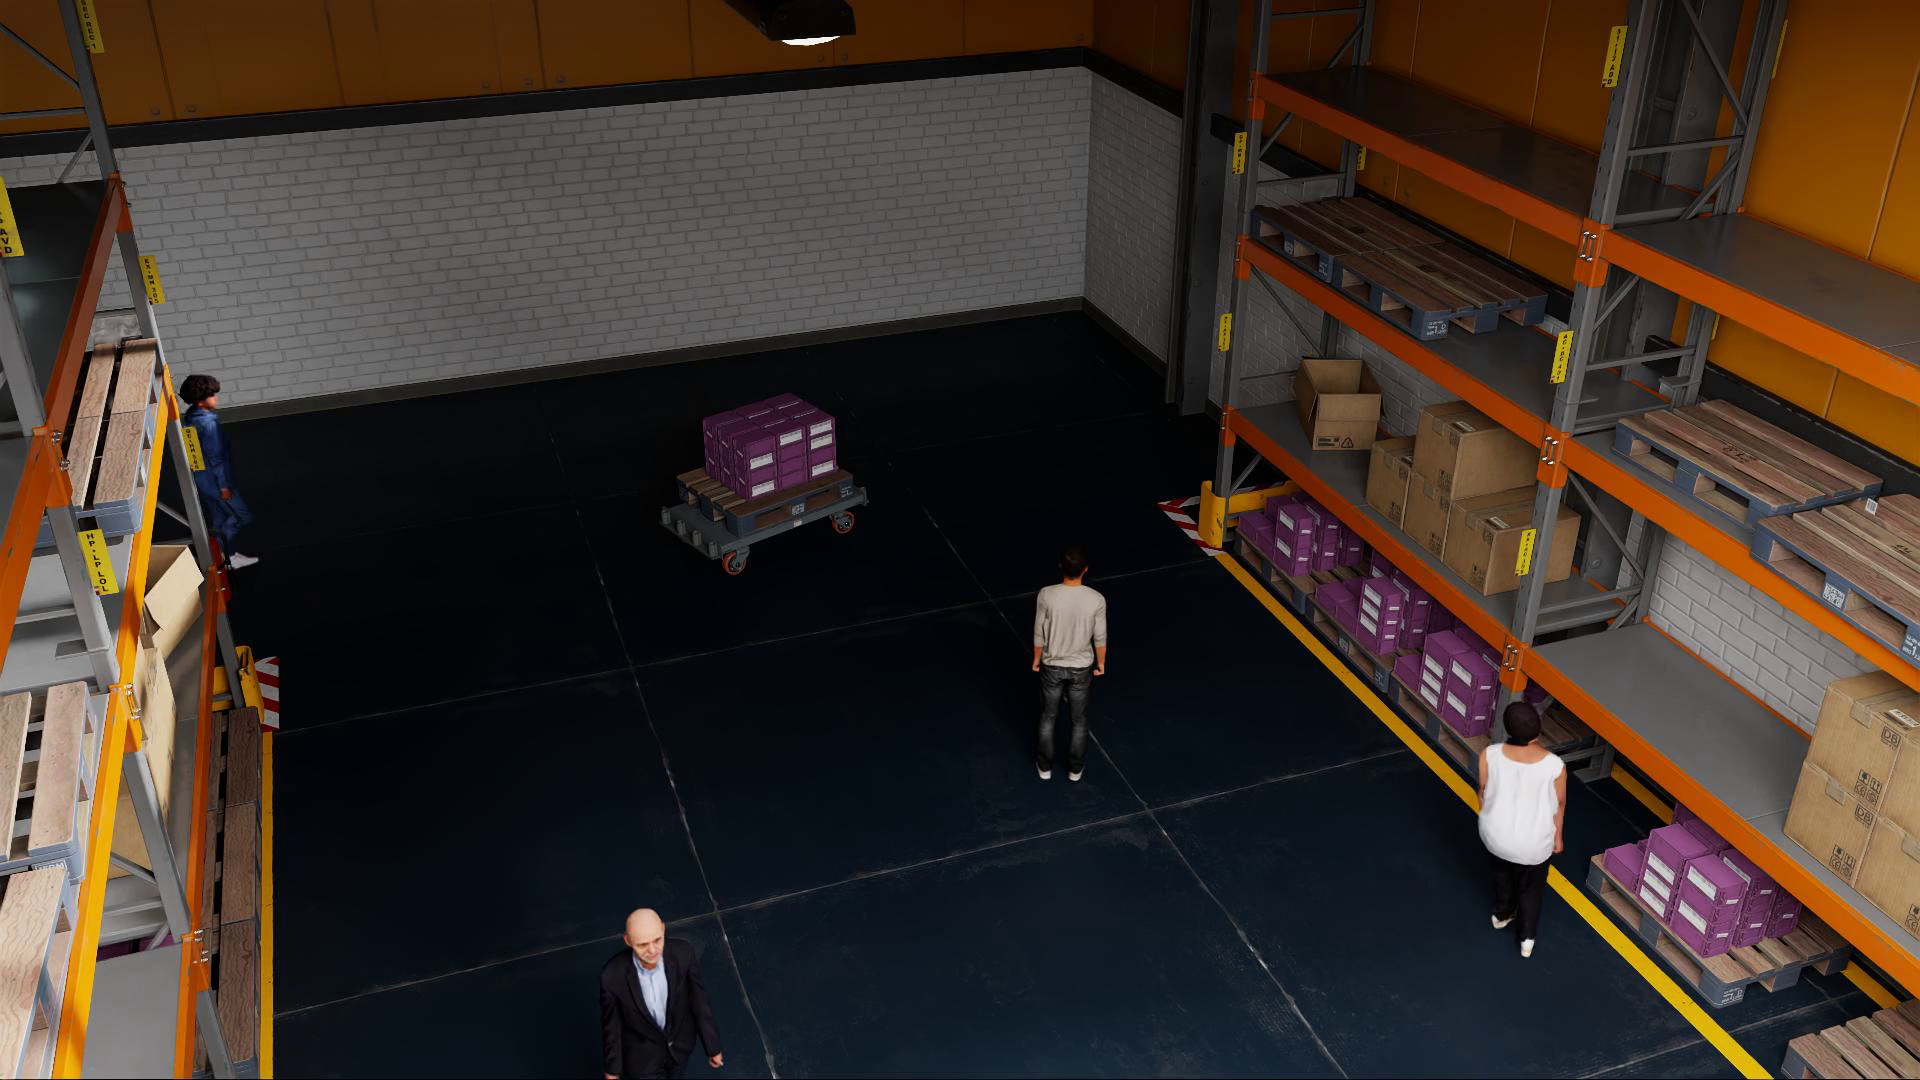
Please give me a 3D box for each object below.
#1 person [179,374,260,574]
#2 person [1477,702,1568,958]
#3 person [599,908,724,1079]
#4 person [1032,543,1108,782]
[{"bbox_3d":[-6.265,-0.495,13.789,0.852,1.791,0.756,-21,35,-33],"label":"person"},{"bbox_3d":[3.305,1.695,9.903,0.904,1.668,0.817,-22,36,-35],"label":"person"},{"bbox_3d":[-1.524,2.507,8.326,0.855,1.752,1.206,-16,32,-27],"label":"person"},{"bbox_3d":[0.732,0.851,11.308,0.731,1.804,0.704,2,29,4],"label":"person"}]
